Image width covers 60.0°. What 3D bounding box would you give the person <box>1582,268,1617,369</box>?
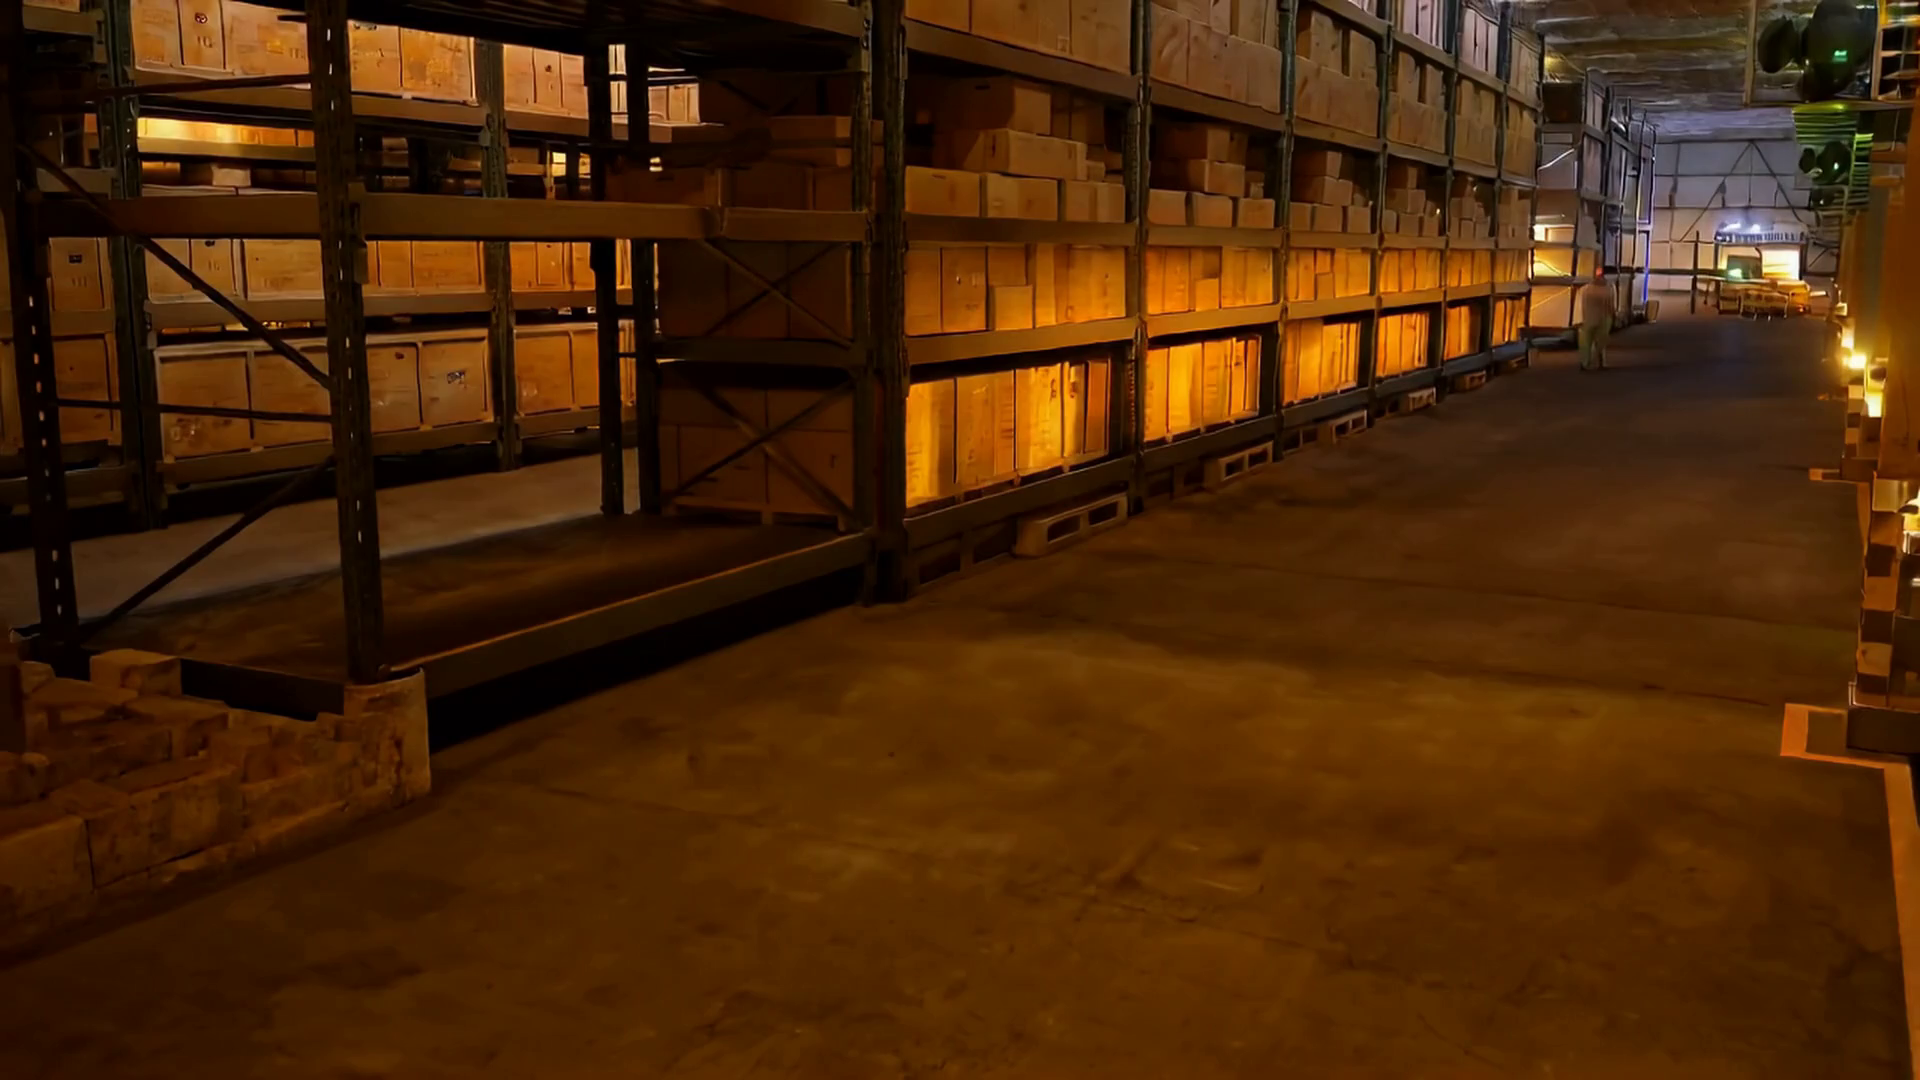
[{"bbox_3d":[12.028,-4.166,31.298,0.642,1.901,0.404,1,10,4],"label":"person"}]

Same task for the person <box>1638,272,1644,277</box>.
[{"bbox_3d":[36.371,-13.960,88.830,0.570,1.618,0.502,6,12,33],"label":"person"}]
